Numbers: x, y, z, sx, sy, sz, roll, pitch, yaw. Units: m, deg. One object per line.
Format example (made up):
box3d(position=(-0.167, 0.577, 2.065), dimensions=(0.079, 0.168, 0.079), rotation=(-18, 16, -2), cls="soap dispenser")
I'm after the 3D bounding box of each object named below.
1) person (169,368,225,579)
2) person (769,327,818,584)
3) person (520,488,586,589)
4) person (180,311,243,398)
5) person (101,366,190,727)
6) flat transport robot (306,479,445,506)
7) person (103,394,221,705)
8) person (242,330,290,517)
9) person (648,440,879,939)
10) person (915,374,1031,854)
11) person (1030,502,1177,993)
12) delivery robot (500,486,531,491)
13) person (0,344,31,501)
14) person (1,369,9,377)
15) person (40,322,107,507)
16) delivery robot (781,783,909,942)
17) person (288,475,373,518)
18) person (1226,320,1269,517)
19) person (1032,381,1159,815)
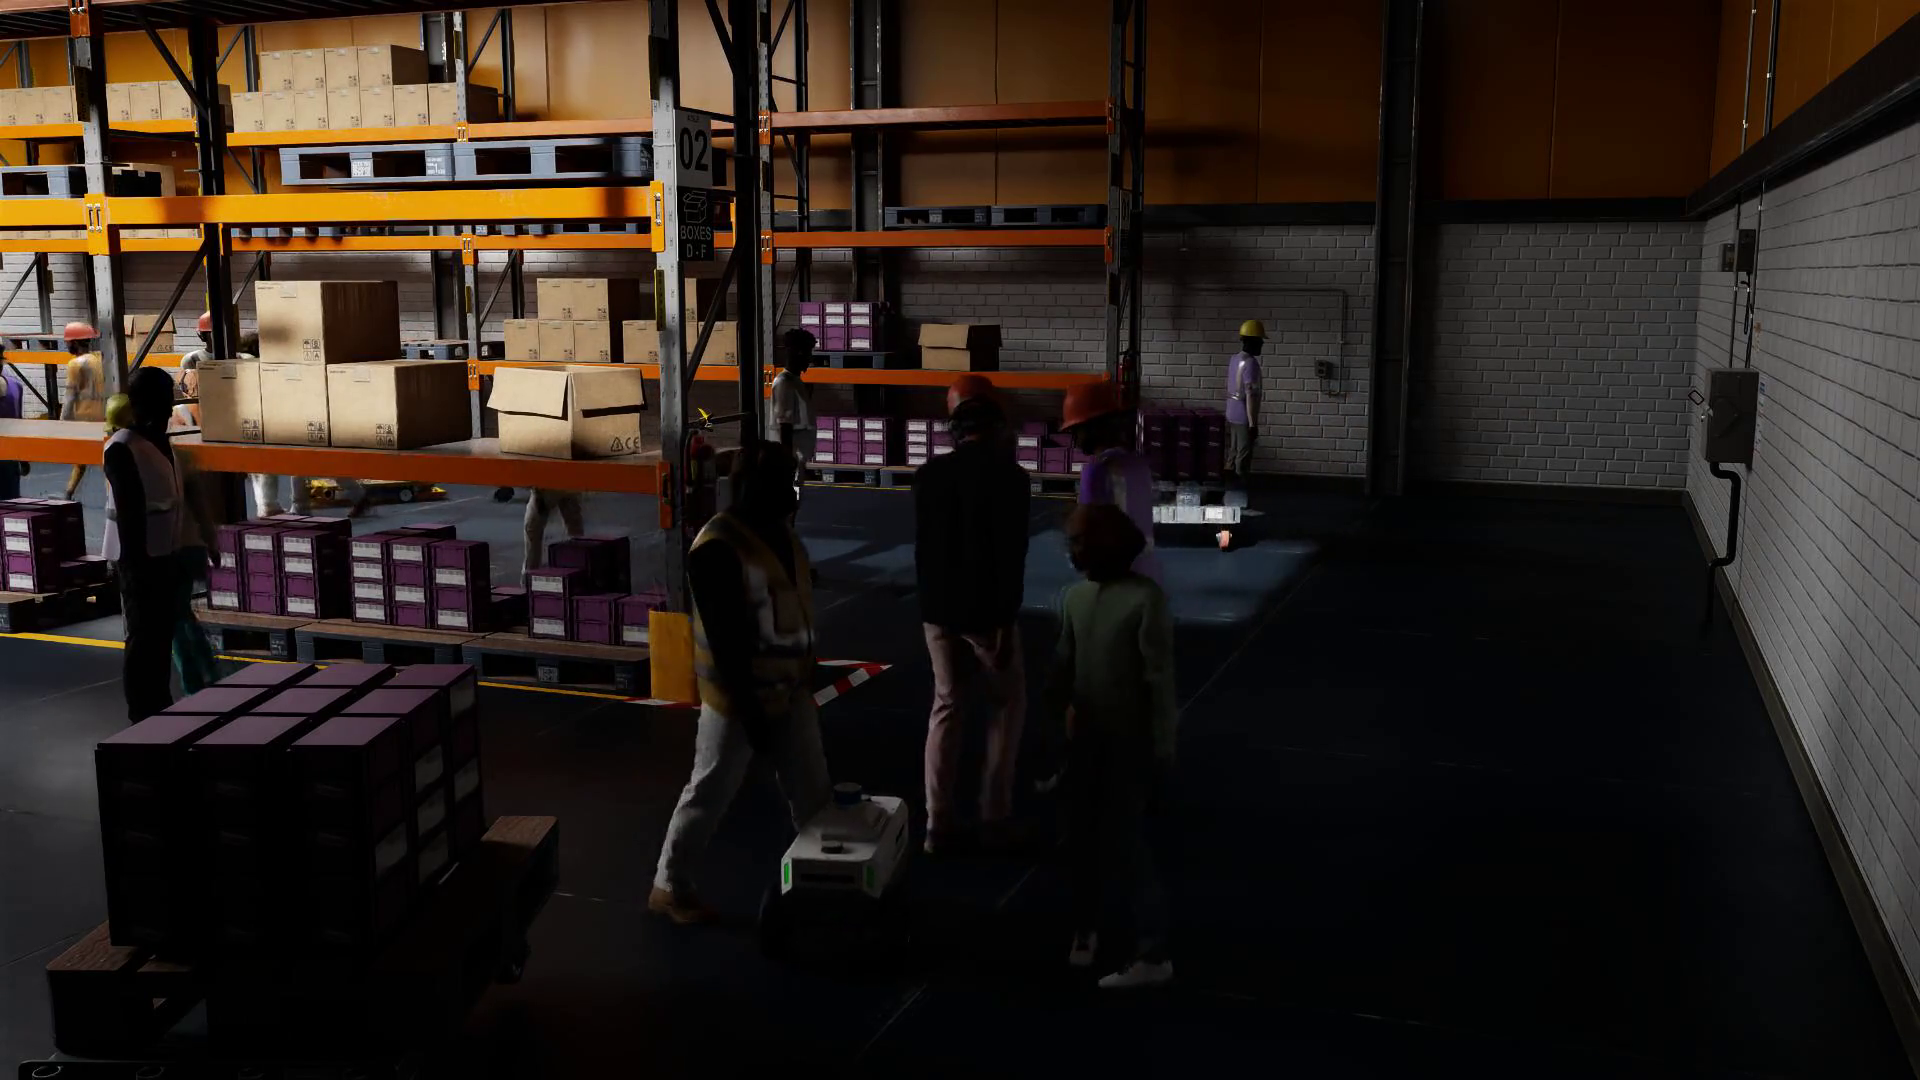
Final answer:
box3d(position=(-5.921, -0.517, 12.959), dimensions=(0.307, 1.641, 0.511), rotation=(3, 10, 20), cls="person")
box3d(position=(-1.270, -0.642, 12.744), dimensions=(0.380, 1.959, 0.600), rotation=(0, 9, 0), cls="person")
box3d(position=(-2.884, -0.346, 12.001), dimensions=(0.815, 1.603, 0.518), rotation=(5, 11, 31), cls="person")
box3d(position=(-6.638, -1.032, 14.932), dimensions=(0.378, 2.044, 0.607), rotation=(5, 10, 30), cls="person")
box3d(position=(-3.991, 0.105, 8.197), dimensions=(0.391, 1.914, 0.587), rotation=(-1, 9, -8), cls="person")
box3d(position=(-6.166, -0.532, 17.338), dimensions=(1.431, 0.197, 0.652), rotation=(-5, 10, -28), cls="flat transport robot")
box3d(position=(-4.295, 0.073, 8.968), dimensions=(0.524, 1.725, 0.541), rotation=(4, 10, 23), cls="person")
box3d(position=(-6.776, -1.105, 16.069), dimensions=(0.441, 1.830, 0.636), rotation=(-6, 11, -32), cls="person")
box3d(position=(-0.717, 0.540, 5.890), dimensions=(0.992, 1.788, 0.639), rotation=(4, 10, 24), cls="person")
box3d(position=(0.032, 0.300, 6.838), dimensions=(0.635, 1.948, 0.603), rotation=(6, 11, 35), cls="person")
box3d(position=(0.524, 0.682, 5.598), dimensions=(0.354, 1.588, 0.614), rotation=(-8, 12, -41), cls="person")
box3d(position=(-4.483, -0.723, 17.356), dimensions=(0.707, 0.478, 0.477), rotation=(-1, 9, -5), cls="delivery robot")
box3d(position=(-7.708, -0.661, 13.258), dimensions=(0.390, 1.836, 0.564), rotation=(3, 10, 20), cls="person")
box3d(position=(-8.580, -0.906, 14.523), dimensions=(0.724, 1.909, 0.575), rotation=(2, 9, 13), cls="person")
box3d(position=(-8.764, -1.221, 16.627), dimensions=(1.004, 1.881, 0.542), rotation=(0, 9, -2), cls="person")
box3d(position=(-0.397, 1.103, 5.887), dimensions=(0.477, 0.478, 0.707), rotation=(1, 9, 7), cls="delivery robot")
box3d(position=(-6.077, -1.081, 15.849), dimensions=(0.615, 1.853, 0.924), rotation=(7, 11, 37), cls="person")
box3d(position=(2.808, -1.195, 16.327), dimensions=(0.384, 1.924, 0.589), rotation=(-1, 9, -9), cls="person")
box3d(position=(0.618, 0.251, 7.357), dimensions=(0.741, 1.884, 0.572), rotation=(6, 11, 35), cls="person")
